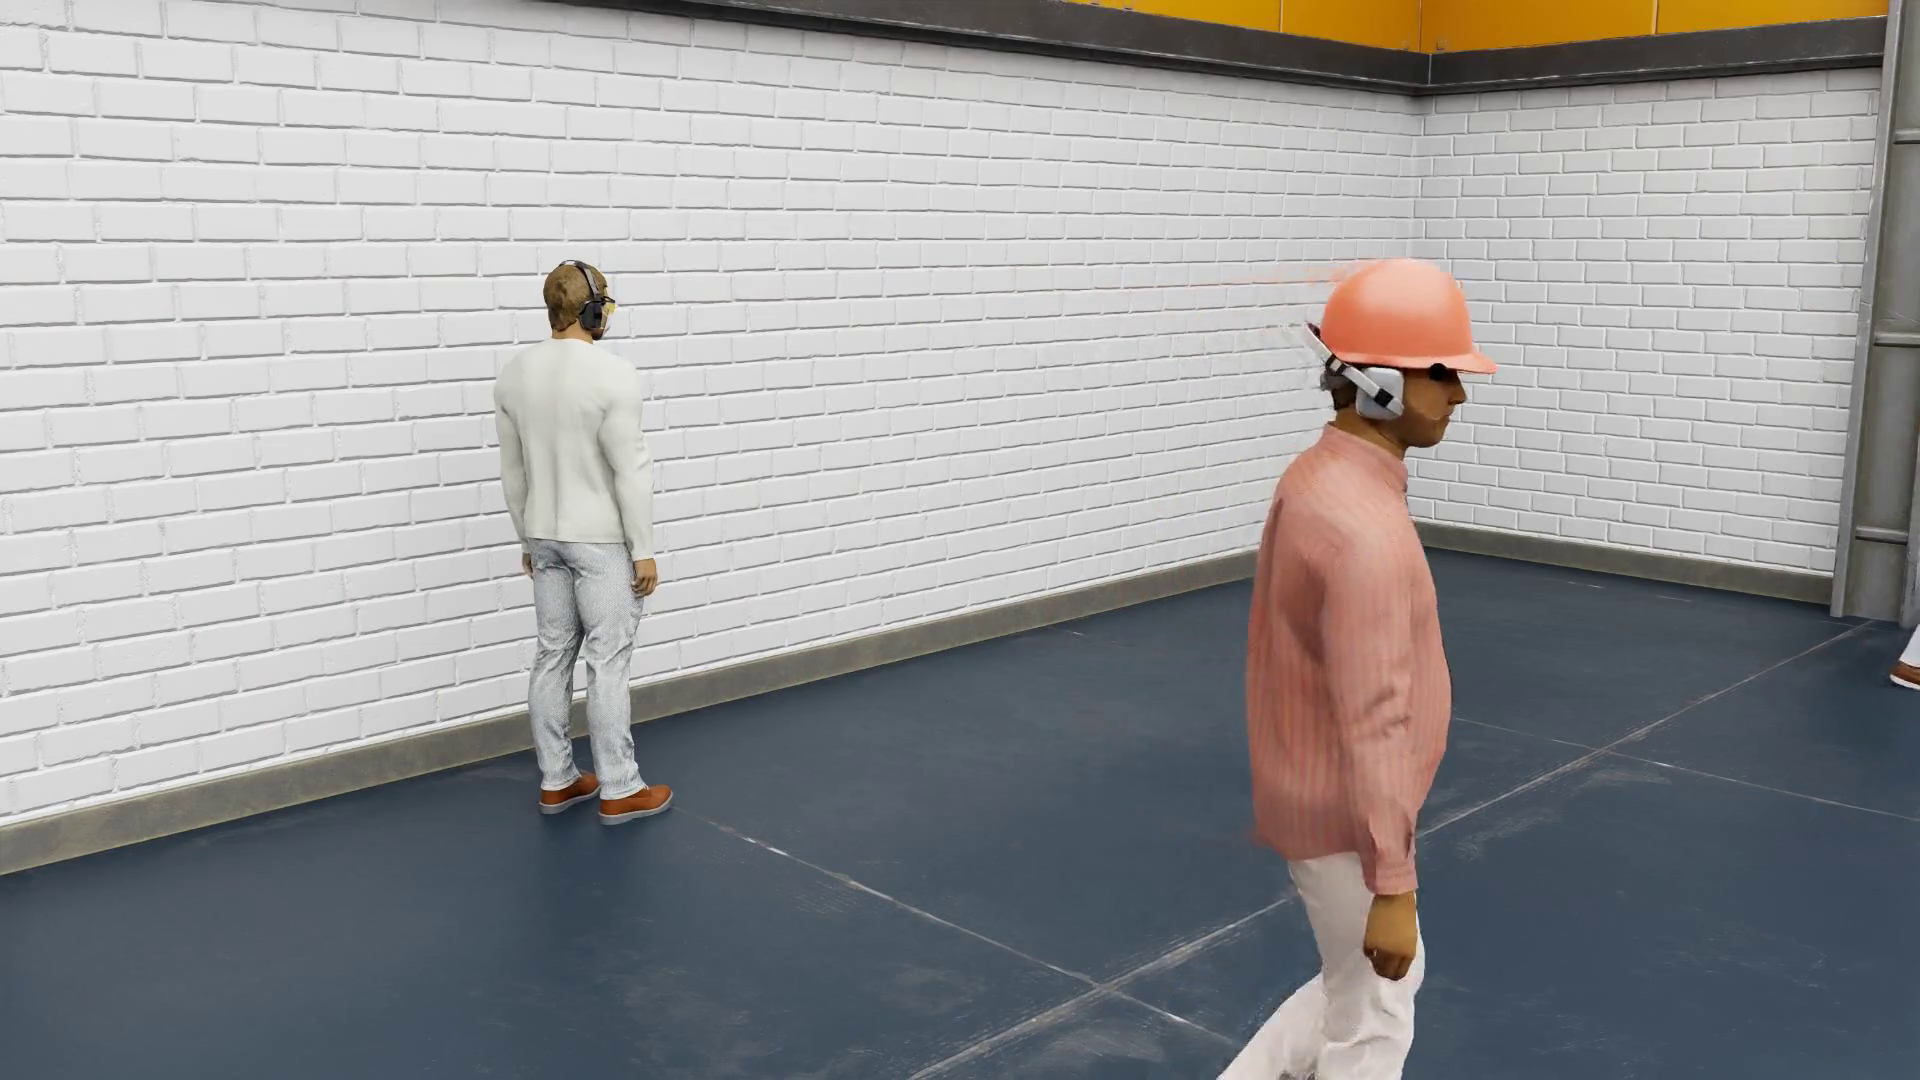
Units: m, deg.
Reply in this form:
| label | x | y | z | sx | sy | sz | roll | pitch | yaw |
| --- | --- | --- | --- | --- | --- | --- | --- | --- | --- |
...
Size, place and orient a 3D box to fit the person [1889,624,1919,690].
| label | x | y | z | sx | sy | sz | roll | pitch | yaw |
| --- | --- | --- | --- | --- | --- | --- | --- | --- | --- |
| person | 4.594 | -0.185 | 7.167 | 0.958 | 1.816 | 0.549 | 6 | 12 | 28 |

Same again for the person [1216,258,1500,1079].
| label | x | y | z | sx | sy | sz | roll | pitch | yaw |
| --- | --- | --- | --- | --- | --- | --- | --- | --- | --- |
| person | 0.691 | 0.492 | 3.010 | 0.521 | 1.982 | 0.646 | 1 | 10 | 5 |

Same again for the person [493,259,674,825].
| label | x | y | z | sx | sy | sz | roll | pitch | yaw |
| --- | --- | --- | --- | --- | --- | --- | --- | --- | --- |
| person | -1.300 | 0.014 | 5.743 | 0.627 | 1.941 | 0.371 | 6 | 12 | 29 |
